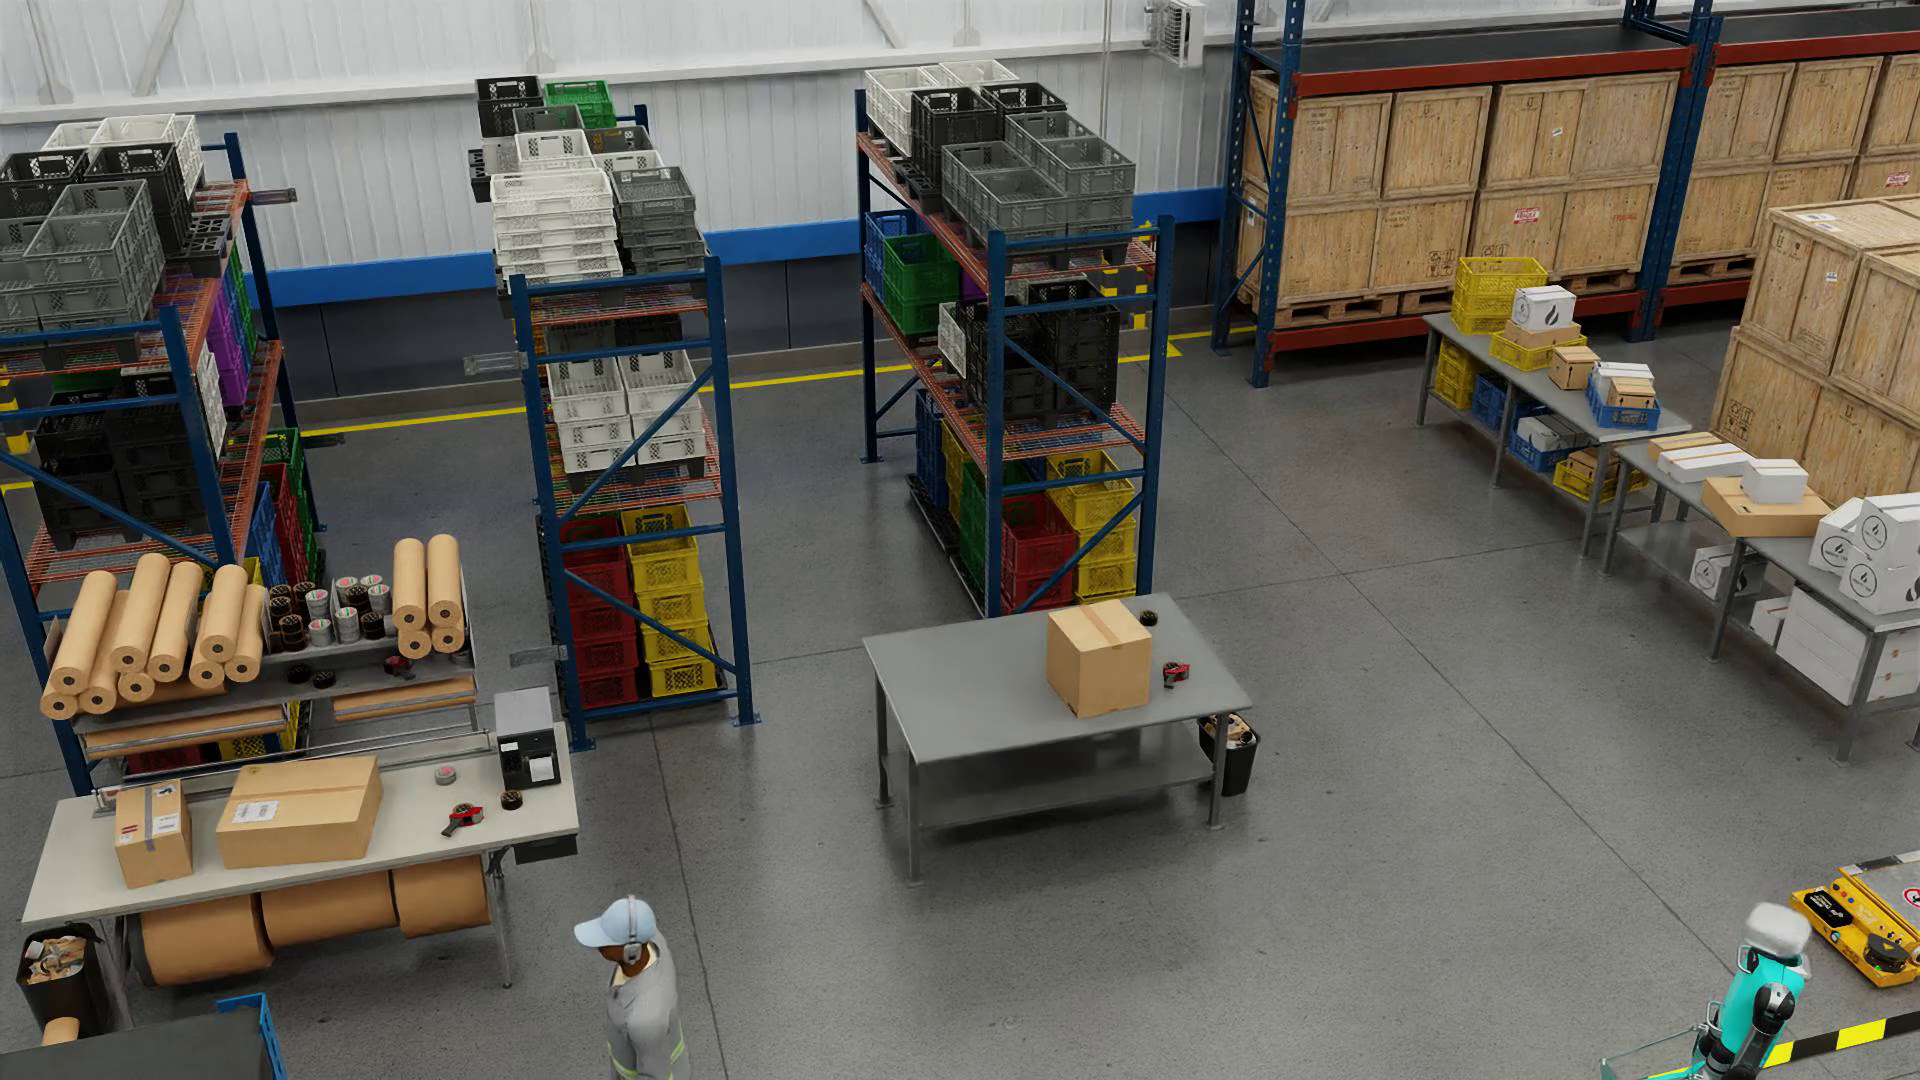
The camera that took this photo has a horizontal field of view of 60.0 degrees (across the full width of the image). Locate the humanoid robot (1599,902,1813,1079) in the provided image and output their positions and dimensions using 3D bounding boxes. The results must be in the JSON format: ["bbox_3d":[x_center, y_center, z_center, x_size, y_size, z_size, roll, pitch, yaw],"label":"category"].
[{"bbox_3d":[2.862,2.099,6.678,0.735,1.677,0.533,12,31,21],"label":"humanoid robot"}]

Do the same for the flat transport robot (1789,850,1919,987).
[{"bbox_3d":[5.163,1.916,8.676,1.431,0.231,0.659,-8,30,-14],"label":"flat transport robot"}]

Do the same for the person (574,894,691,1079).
[{"bbox_3d":[-1.257,2.145,6.614,0.366,1.852,0.589,-7,30,-12],"label":"person"}]
